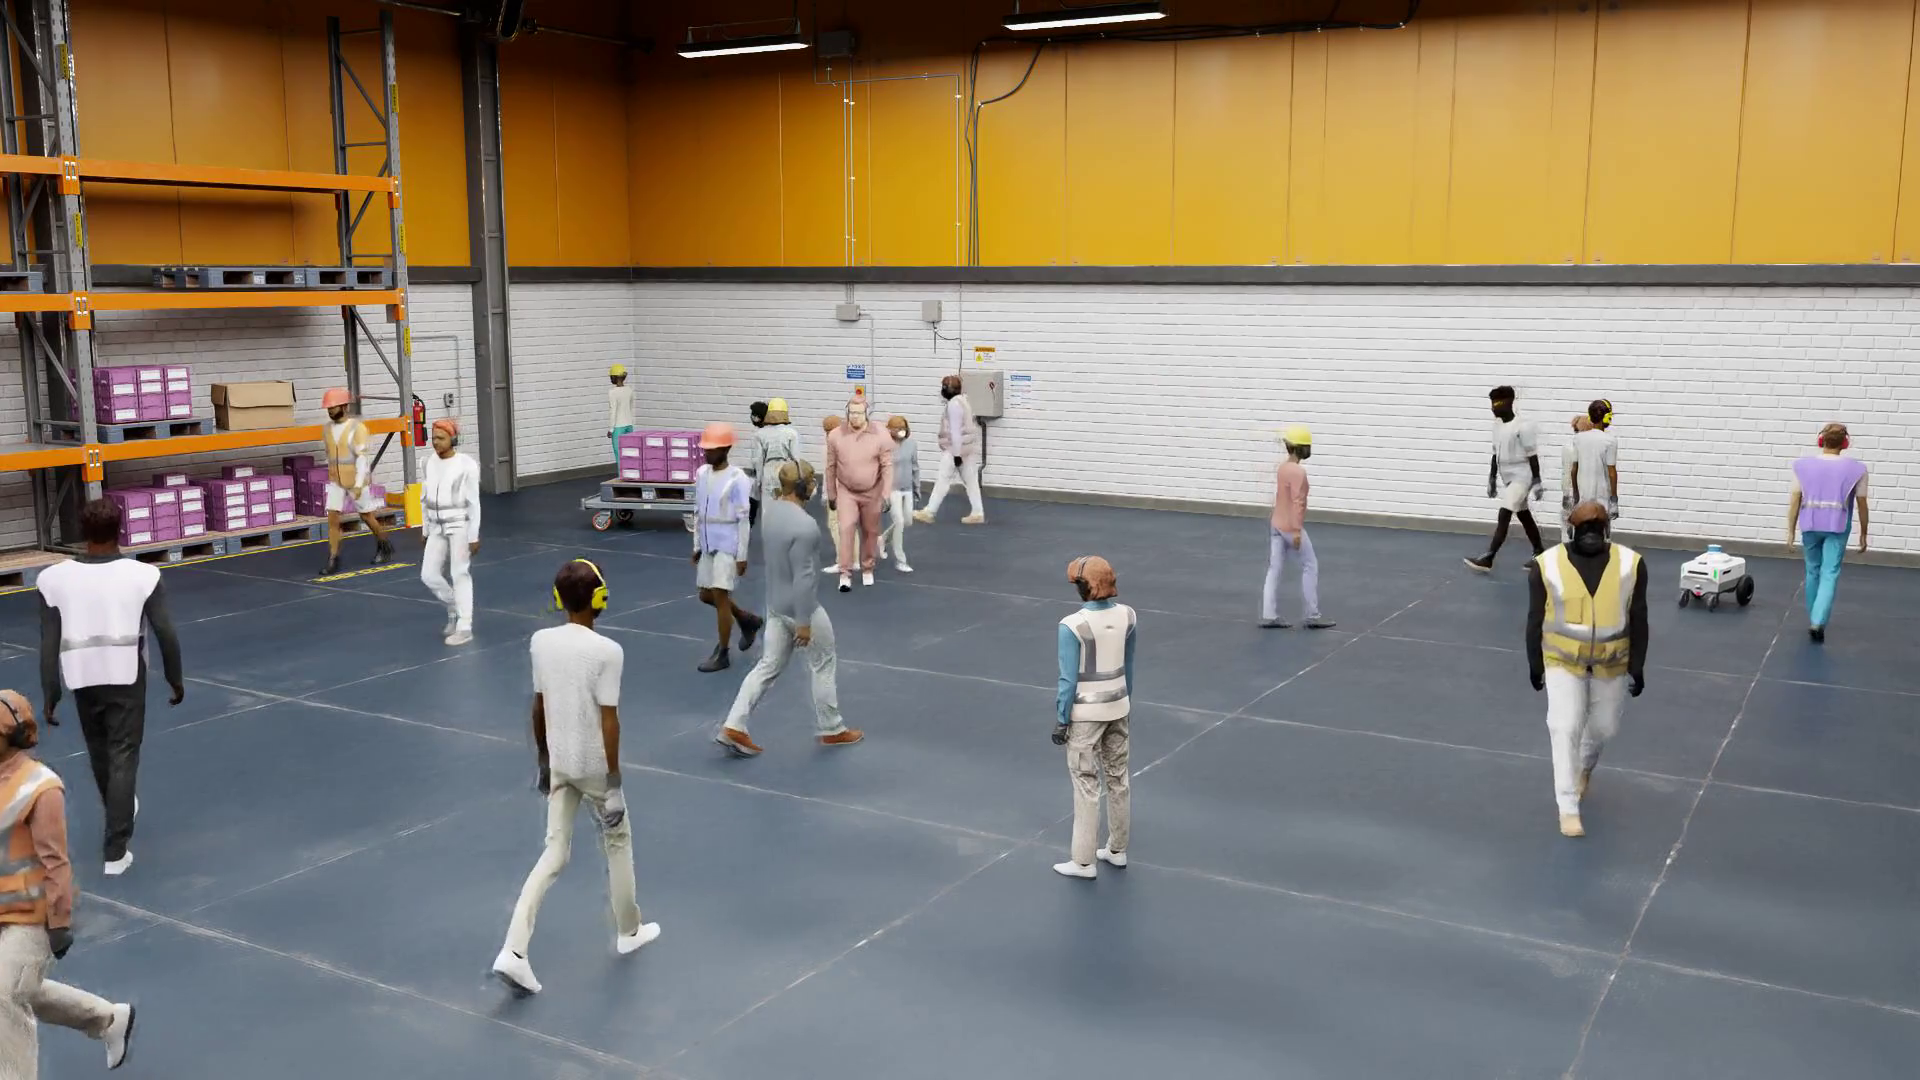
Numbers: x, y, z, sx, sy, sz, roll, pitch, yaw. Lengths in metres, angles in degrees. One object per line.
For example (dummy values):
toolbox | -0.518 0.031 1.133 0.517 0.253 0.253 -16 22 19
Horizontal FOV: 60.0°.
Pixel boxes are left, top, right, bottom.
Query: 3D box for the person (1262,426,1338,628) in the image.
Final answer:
person | 2.922 -0.101 14.149 0.739 1.736 0.553 -2 9 -10

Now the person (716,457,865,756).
person | -1.092 0.422 10.443 0.976 1.901 0.639 -6 11 -32

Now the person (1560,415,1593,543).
person | 6.327 -0.454 16.800 0.522 1.614 0.722 -2 9 -14

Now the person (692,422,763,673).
person | -1.788 0.034 12.800 0.560 1.916 0.656 8 12 41

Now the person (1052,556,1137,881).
person | 0.679 0.886 8.345 0.511 1.639 0.309 -8 12 -40

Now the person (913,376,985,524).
person | -0.128 -1.083 20.151 0.943 1.791 0.650 2 9 13

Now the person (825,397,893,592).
person | -0.962 -0.432 15.903 0.650 1.853 0.968 0 9 -3

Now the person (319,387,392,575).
person | -6.222 -0.626 17.016 0.548 1.899 0.952 2 9 14

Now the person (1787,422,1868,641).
person | 7.228 -0.080 13.876 0.583 1.804 0.957 6 11 34

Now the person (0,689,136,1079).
person | -3.264 1.290 5.878 0.522 1.613 0.632 5 11 31

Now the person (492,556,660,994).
person | -1.661 0.990 7.128 0.538 1.838 0.928 4 10 25

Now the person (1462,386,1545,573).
person | 5.594 -0.612 16.885 1.015 1.895 0.613 -1 9 -7

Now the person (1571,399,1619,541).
person | 5.955 -0.386 15.563 0.329 1.873 0.508 -6 11 -31

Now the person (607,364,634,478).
person | -4.777 -1.583 23.361 0.316 1.766 0.533 4 10 25

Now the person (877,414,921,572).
person | -0.671 -0.504 17.089 0.498 1.610 0.630 -7 12 -39

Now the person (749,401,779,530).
person | -2.126 -0.701 18.236 0.866 1.651 0.523 -2 9 -15

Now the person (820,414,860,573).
person | -1.218 -0.474 16.883 0.330 1.626 0.572 4 10 22

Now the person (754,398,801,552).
person | -1.899 -0.619 17.436 0.484 1.735 0.311 1 9 8

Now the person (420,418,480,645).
person | -4.165 -0.064 13.558 0.601 1.863 0.407 4 10 22

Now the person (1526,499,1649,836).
person | 3.445 0.662 9.192 0.625 1.822 0.795 2 9 11

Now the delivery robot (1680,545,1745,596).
delivery robot | 6.870 0.286 15.168 0.707 0.478 0.477 -9 13 -44

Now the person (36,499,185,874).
person | -4.379 0.718 8.648 0.616 1.870 0.968 -2 9 -12
